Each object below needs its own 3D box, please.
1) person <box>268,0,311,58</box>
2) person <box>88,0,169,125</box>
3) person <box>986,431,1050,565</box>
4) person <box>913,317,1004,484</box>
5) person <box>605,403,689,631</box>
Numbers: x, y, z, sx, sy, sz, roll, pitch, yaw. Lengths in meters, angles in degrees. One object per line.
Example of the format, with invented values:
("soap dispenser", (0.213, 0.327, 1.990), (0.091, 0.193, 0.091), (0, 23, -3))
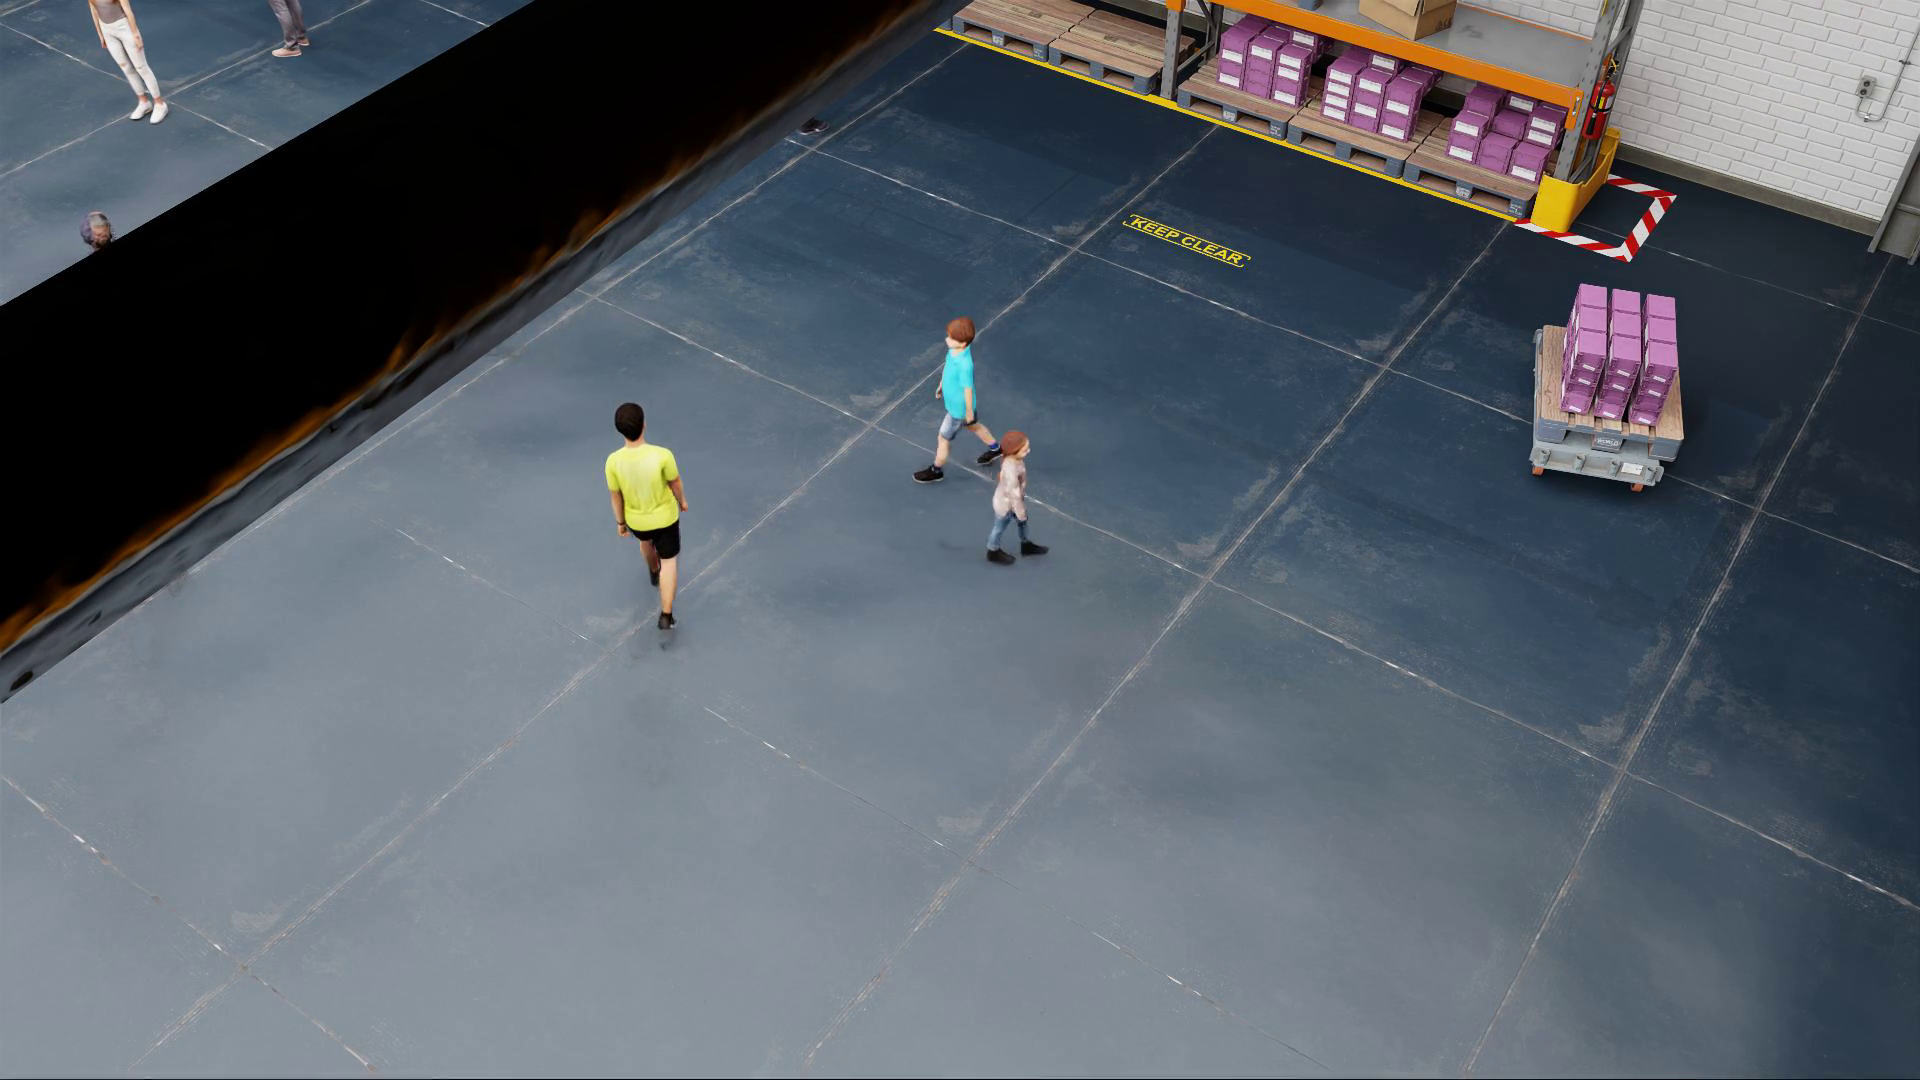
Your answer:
("person", (-7.031, -5.886, 16.898), (0.716, 1.937, 0.738), (7, 44, 8))
("person", (-8.059, -4.870, 15.992), (0.599, 1.716, 0.724), (7, 44, 7))
("person", (0.291, -0.291, 11.575), (0.740, 1.179, 0.627), (8, 44, 8))
("person", (0.069, -1.046, 12.192), (0.996, 1.420, 0.922), (-6, 44, -6))
("person", (-2.050, -0.131, 11.046), (1.107, 1.676, 1.080), (0, 44, 0))
